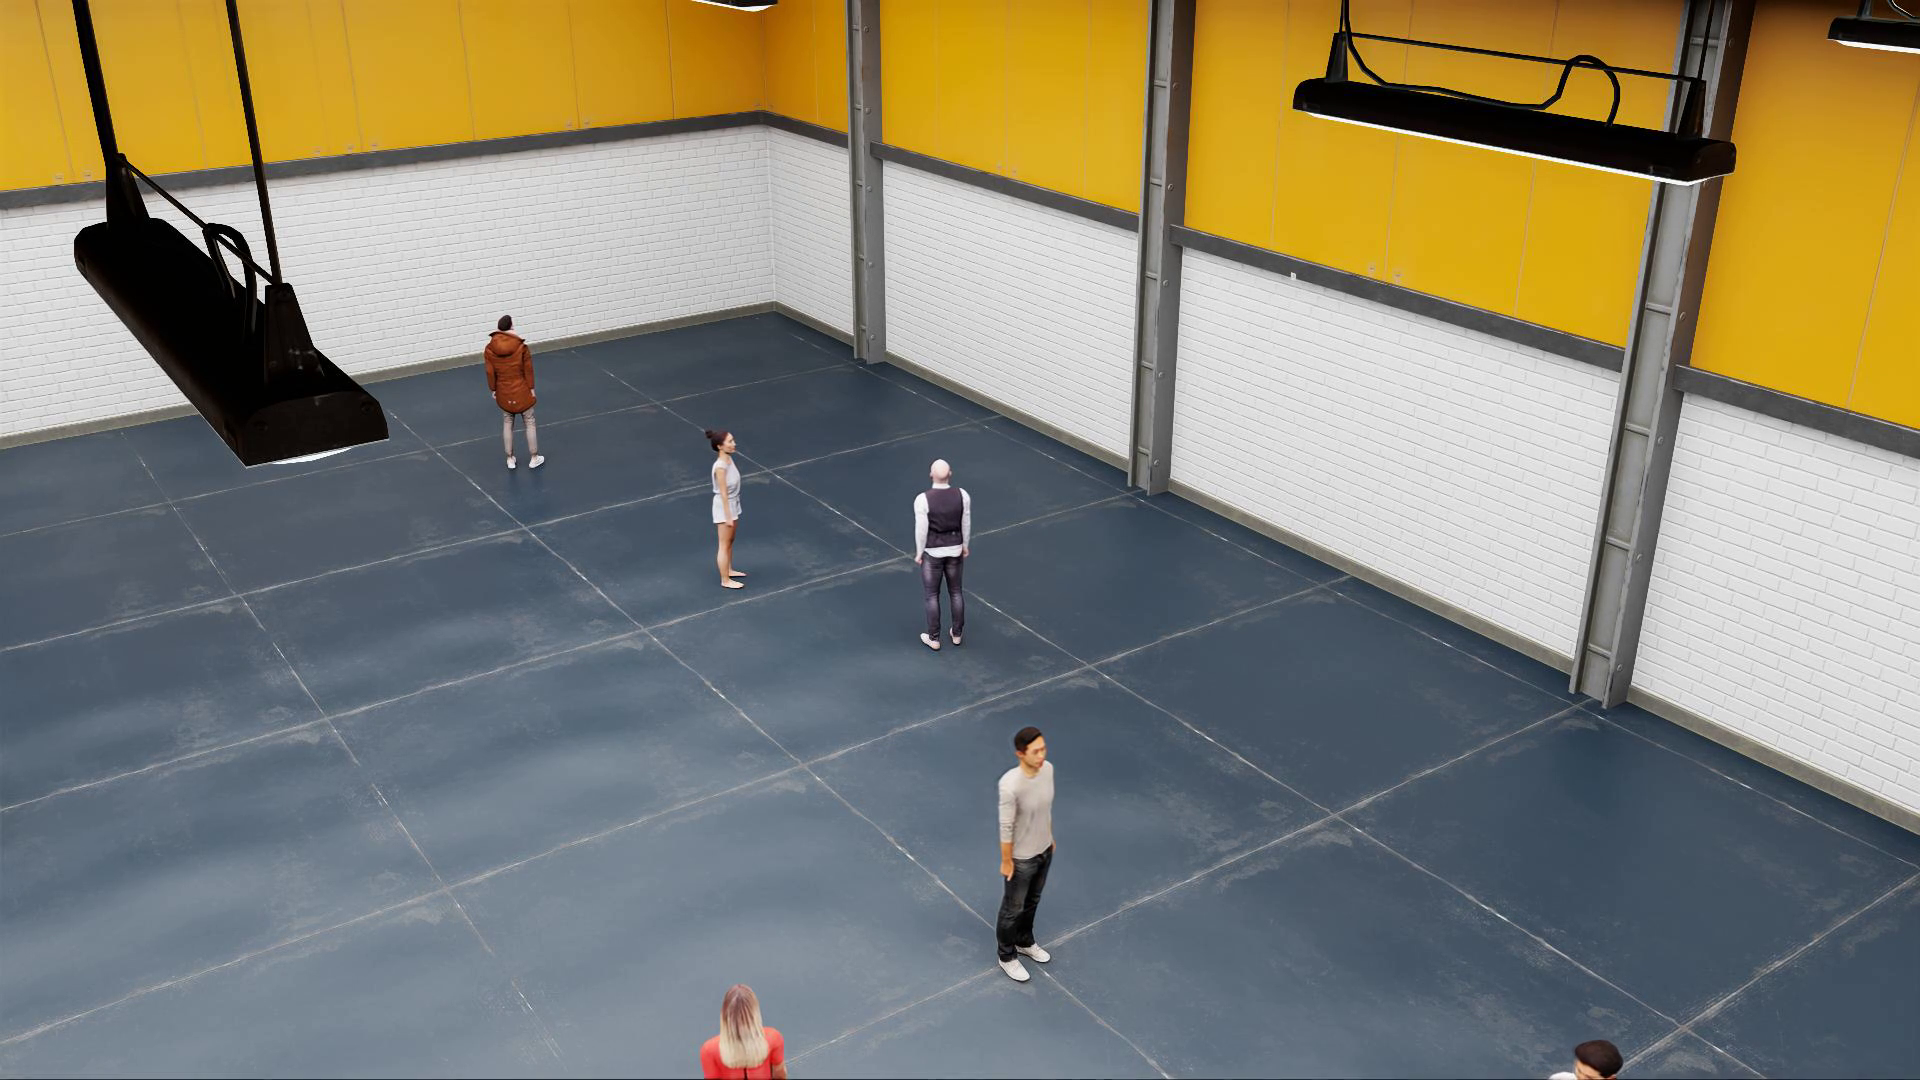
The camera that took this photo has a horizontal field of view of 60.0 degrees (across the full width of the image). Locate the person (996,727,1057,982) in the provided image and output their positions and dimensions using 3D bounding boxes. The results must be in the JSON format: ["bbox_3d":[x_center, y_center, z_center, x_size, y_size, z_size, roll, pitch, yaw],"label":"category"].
[{"bbox_3d":[0.424,2.009,10.873,0.625,1.811,0.713,19,30,37],"label":"person"}]

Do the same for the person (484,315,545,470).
[{"bbox_3d":[-5.193,-1.725,19.379,0.851,1.839,0.893,0,24,0],"label":"person"}]

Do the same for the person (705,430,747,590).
[{"bbox_3d":[-2.314,-0.324,16.471,0.729,1.602,0.653,1,24,1],"label":"person"}]

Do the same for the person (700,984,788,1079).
[{"bbox_3d":[-1.111,3.034,8.673,0.653,1.693,0.623,-7,25,-16],"label":"person"}]

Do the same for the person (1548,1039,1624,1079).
[{"bbox_3d":[3.077,3.172,8.328,0.583,1.718,0.747,17,29,34],"label":"person"}]

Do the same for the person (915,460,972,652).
[{"bbox_3d":[-0.164,0.126,15.164,0.741,1.824,0.679,-9,25,-20],"label":"person"}]
